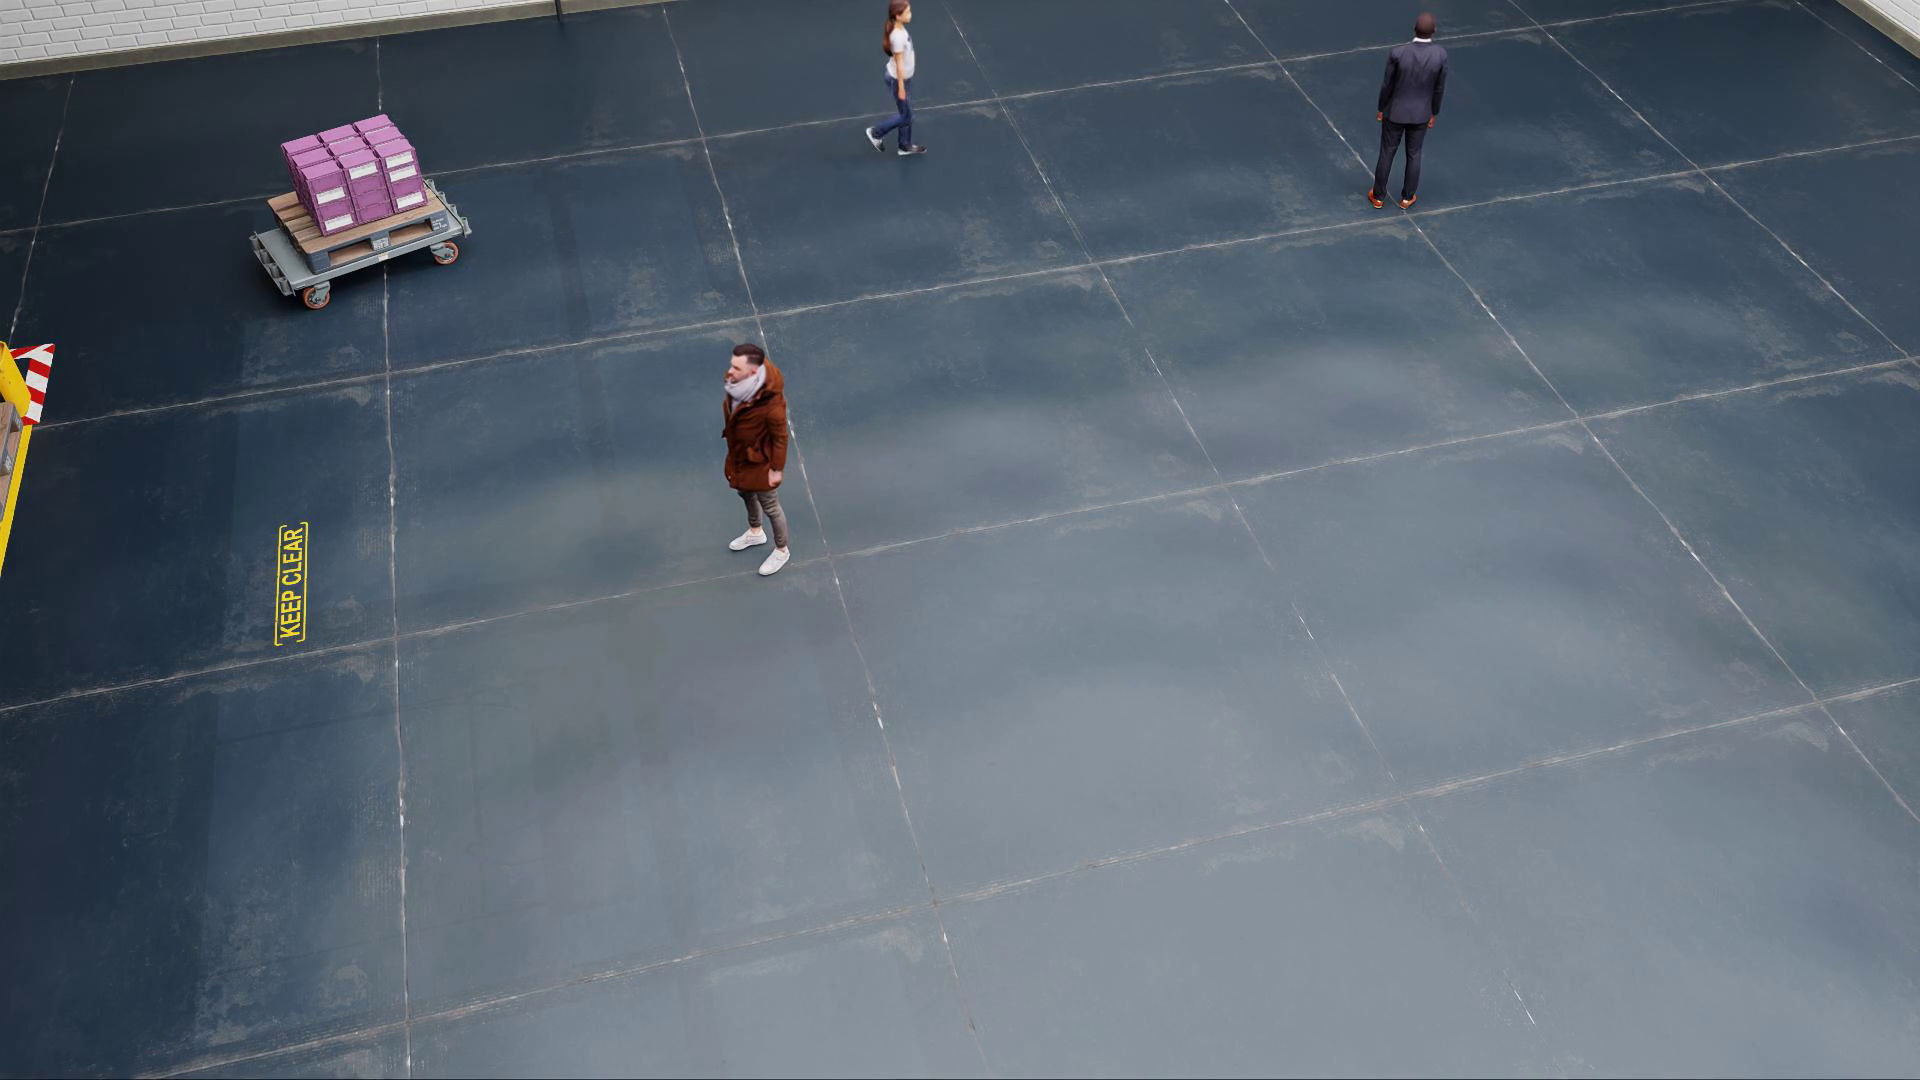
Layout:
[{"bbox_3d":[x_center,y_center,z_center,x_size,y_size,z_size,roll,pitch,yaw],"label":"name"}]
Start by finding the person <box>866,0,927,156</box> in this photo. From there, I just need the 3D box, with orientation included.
[{"bbox_3d":[-0.614,-4.232,15.270,0.704,1.555,0.772,-1,44,-1],"label":"person"}]

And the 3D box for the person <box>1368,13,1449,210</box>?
[{"bbox_3d":[3.921,-3.744,14.563,0.779,1.824,0.759,7,44,7],"label":"person"}]

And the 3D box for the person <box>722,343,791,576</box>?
[{"bbox_3d":[-1.376,-0.574,11.225,0.898,1.839,0.809,-33,52,-29],"label":"person"}]
